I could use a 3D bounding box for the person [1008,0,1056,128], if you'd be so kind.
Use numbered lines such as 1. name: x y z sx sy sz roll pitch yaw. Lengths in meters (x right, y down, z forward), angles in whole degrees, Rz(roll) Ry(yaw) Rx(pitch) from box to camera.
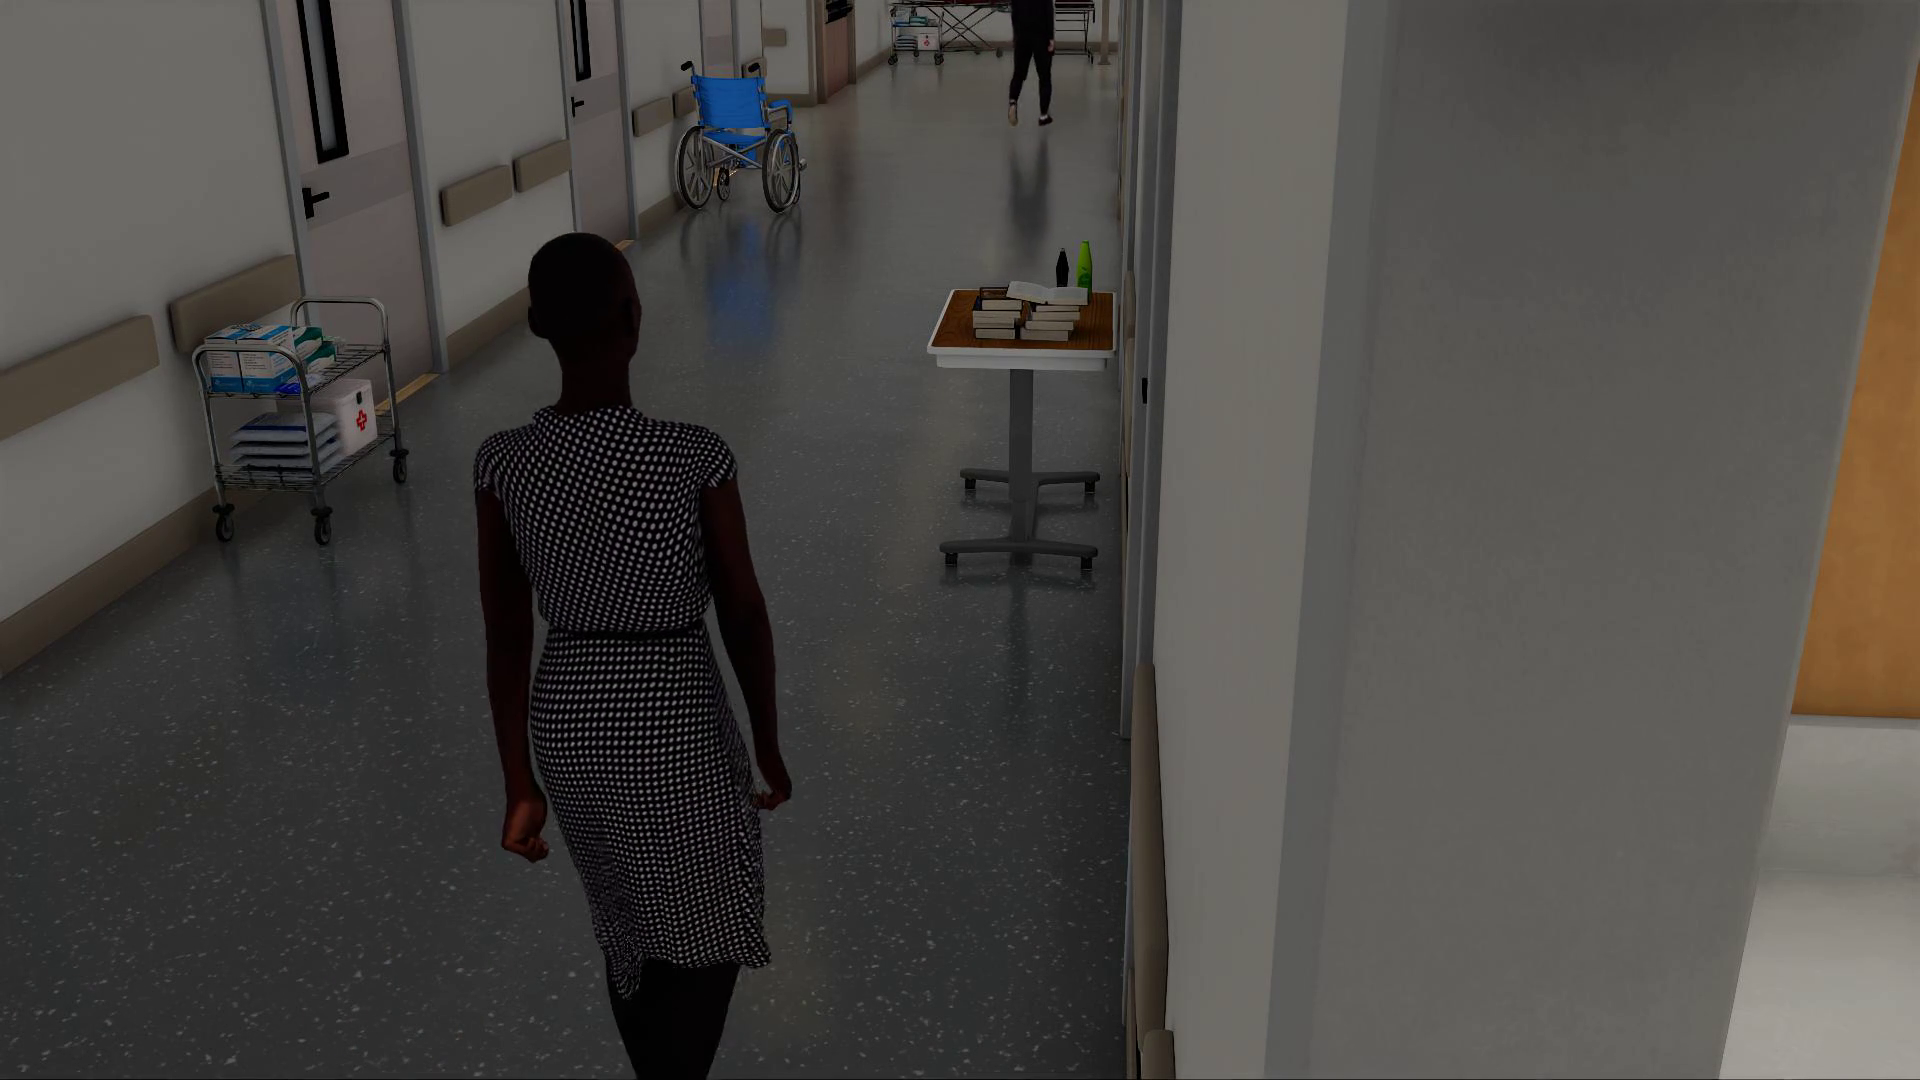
1. person: 0.735 -5.288 17.690 0.838 1.810 1.181 7 22 18

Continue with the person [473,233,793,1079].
1. person: -0.525 0.434 2.643 0.635 1.768 0.977 2 21 6
